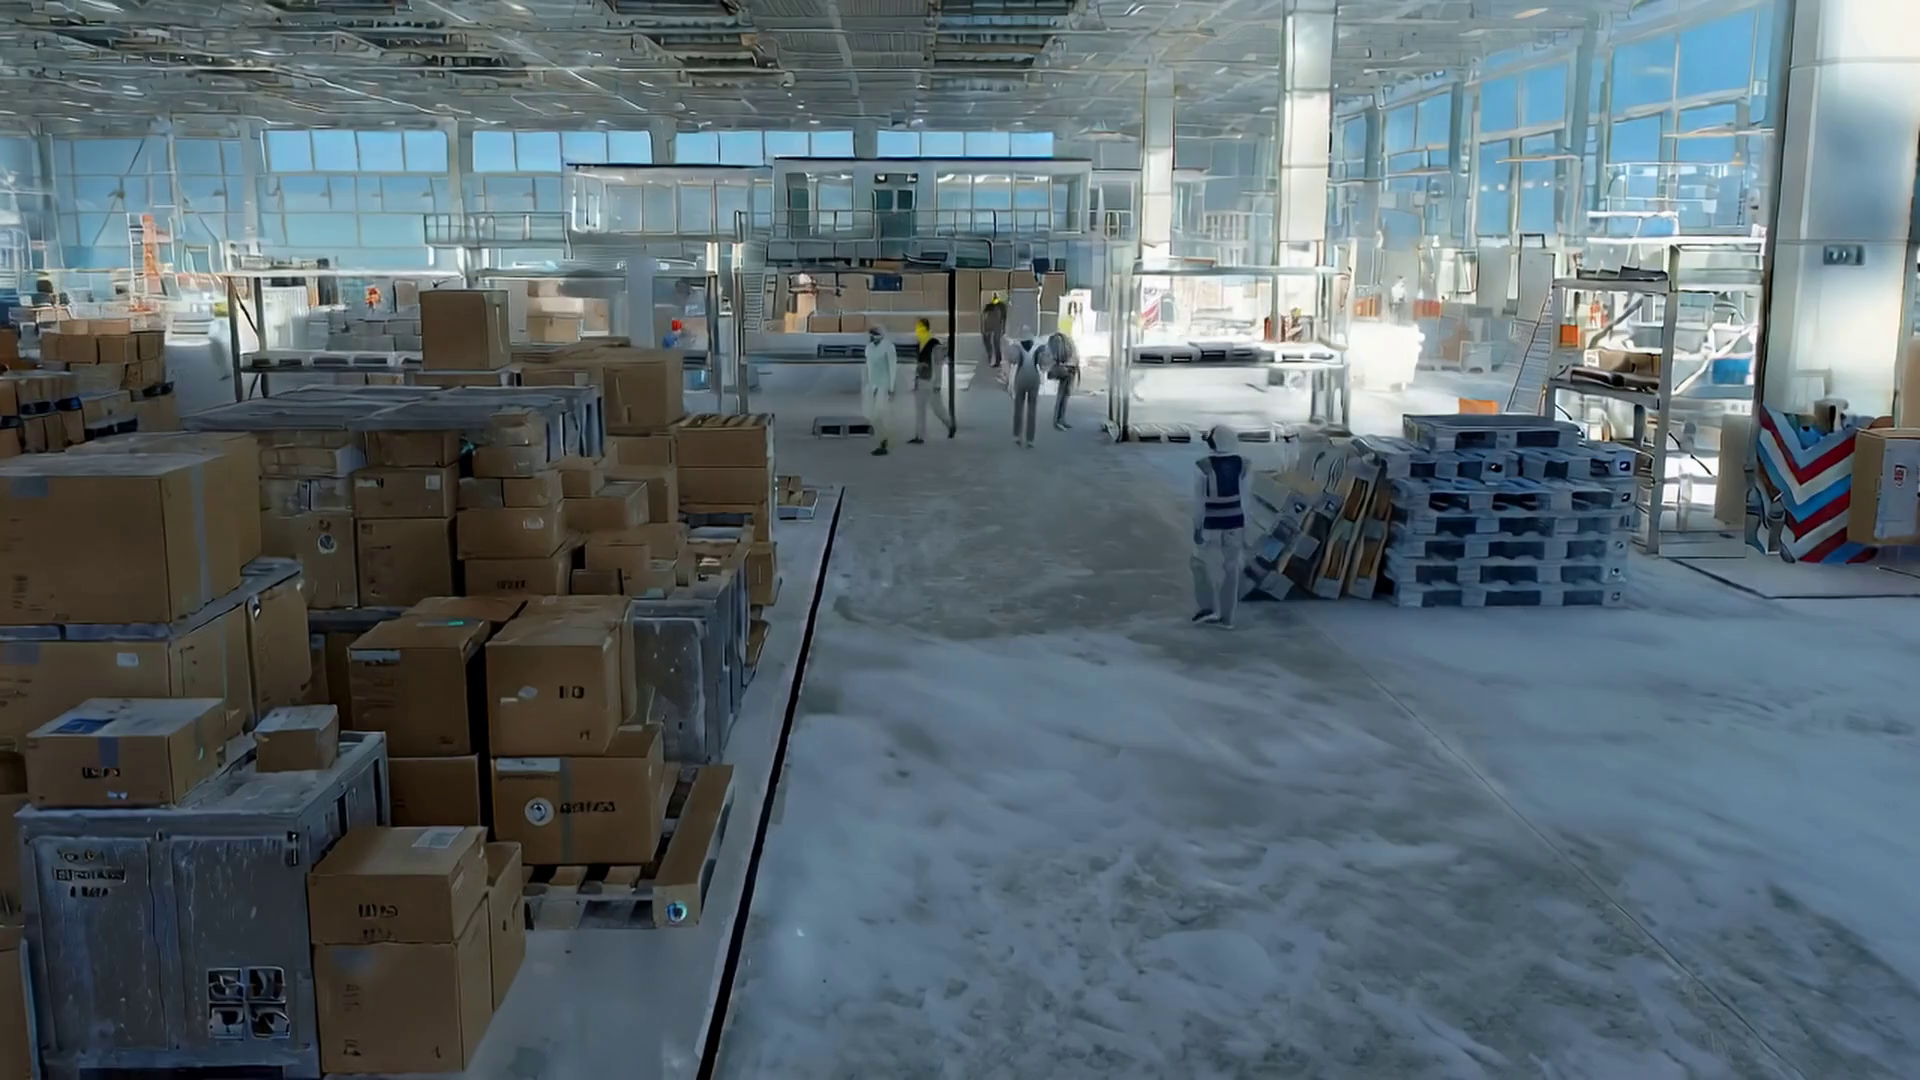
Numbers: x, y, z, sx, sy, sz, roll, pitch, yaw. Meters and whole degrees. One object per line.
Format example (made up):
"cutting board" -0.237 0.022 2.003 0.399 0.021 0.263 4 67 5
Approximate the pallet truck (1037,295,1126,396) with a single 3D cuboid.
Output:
"pallet truck" 2.483 -3.881 33.060 1.885 1.965 0.823 -7 13 -36

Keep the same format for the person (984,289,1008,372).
"person" 0.793 -4.868 38.760 0.660 1.921 0.544 7 13 35

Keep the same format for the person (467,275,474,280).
"person" -19.585 -9.874 66.819 0.596 1.859 0.678 0 10 -2

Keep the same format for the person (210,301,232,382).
"person" -16.031 -4.311 36.104 0.550 1.753 0.394 2 10 12

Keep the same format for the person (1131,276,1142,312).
"person" 6.483 -8.807 61.084 0.959 1.805 0.637 -9 13 -40

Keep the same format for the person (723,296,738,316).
"person" -4.962 -4.364 36.156 0.324 1.859 0.503 5 11 25

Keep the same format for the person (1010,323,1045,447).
"person" 1.002 -2.309 24.802 0.537 1.822 0.683 0 10 -1

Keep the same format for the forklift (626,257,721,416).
"forklift" -4.050 -2.222 21.360 1.873 2.768 1.129 -2 10 -12

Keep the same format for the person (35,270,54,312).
"person" -32.579 -8.579 59.141 0.428 2.027 0.642 5 12 28

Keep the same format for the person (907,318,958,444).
"person" -0.419 -2.394 25.050 0.762 1.900 0.593 -8 13 -36

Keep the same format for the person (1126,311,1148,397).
"person" 3.447 -3.642 32.598 0.391 1.679 0.531 -8 13 -39

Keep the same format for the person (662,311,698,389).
"person" -4.509 -2.714 26.743 0.594 1.930 0.354 2 10 9

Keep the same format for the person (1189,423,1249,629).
"person" 2.035 -0.109 13.112 0.520 1.623 0.439 -4 11 -20

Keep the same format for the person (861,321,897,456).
"person" -1.149 -2.137 23.546 0.439 1.925 0.657 -8 13 -38

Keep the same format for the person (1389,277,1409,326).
"person" 14.143 -7.536 53.648 0.614 1.924 0.829 2 10 10

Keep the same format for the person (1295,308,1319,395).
"person" 6.868 -3.703 32.789 0.434 1.728 0.508 -2 10 -10

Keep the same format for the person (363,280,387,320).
"person" -15.235 -5.771 43.467 0.536 2.000 0.676 2 10 9

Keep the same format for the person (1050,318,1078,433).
"person" 1.663 -2.627 26.626 0.432 1.815 0.743 2 10 12

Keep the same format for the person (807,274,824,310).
"person" -5.087 -8.370 58.373 0.599 1.913 0.421 0 10 -1
